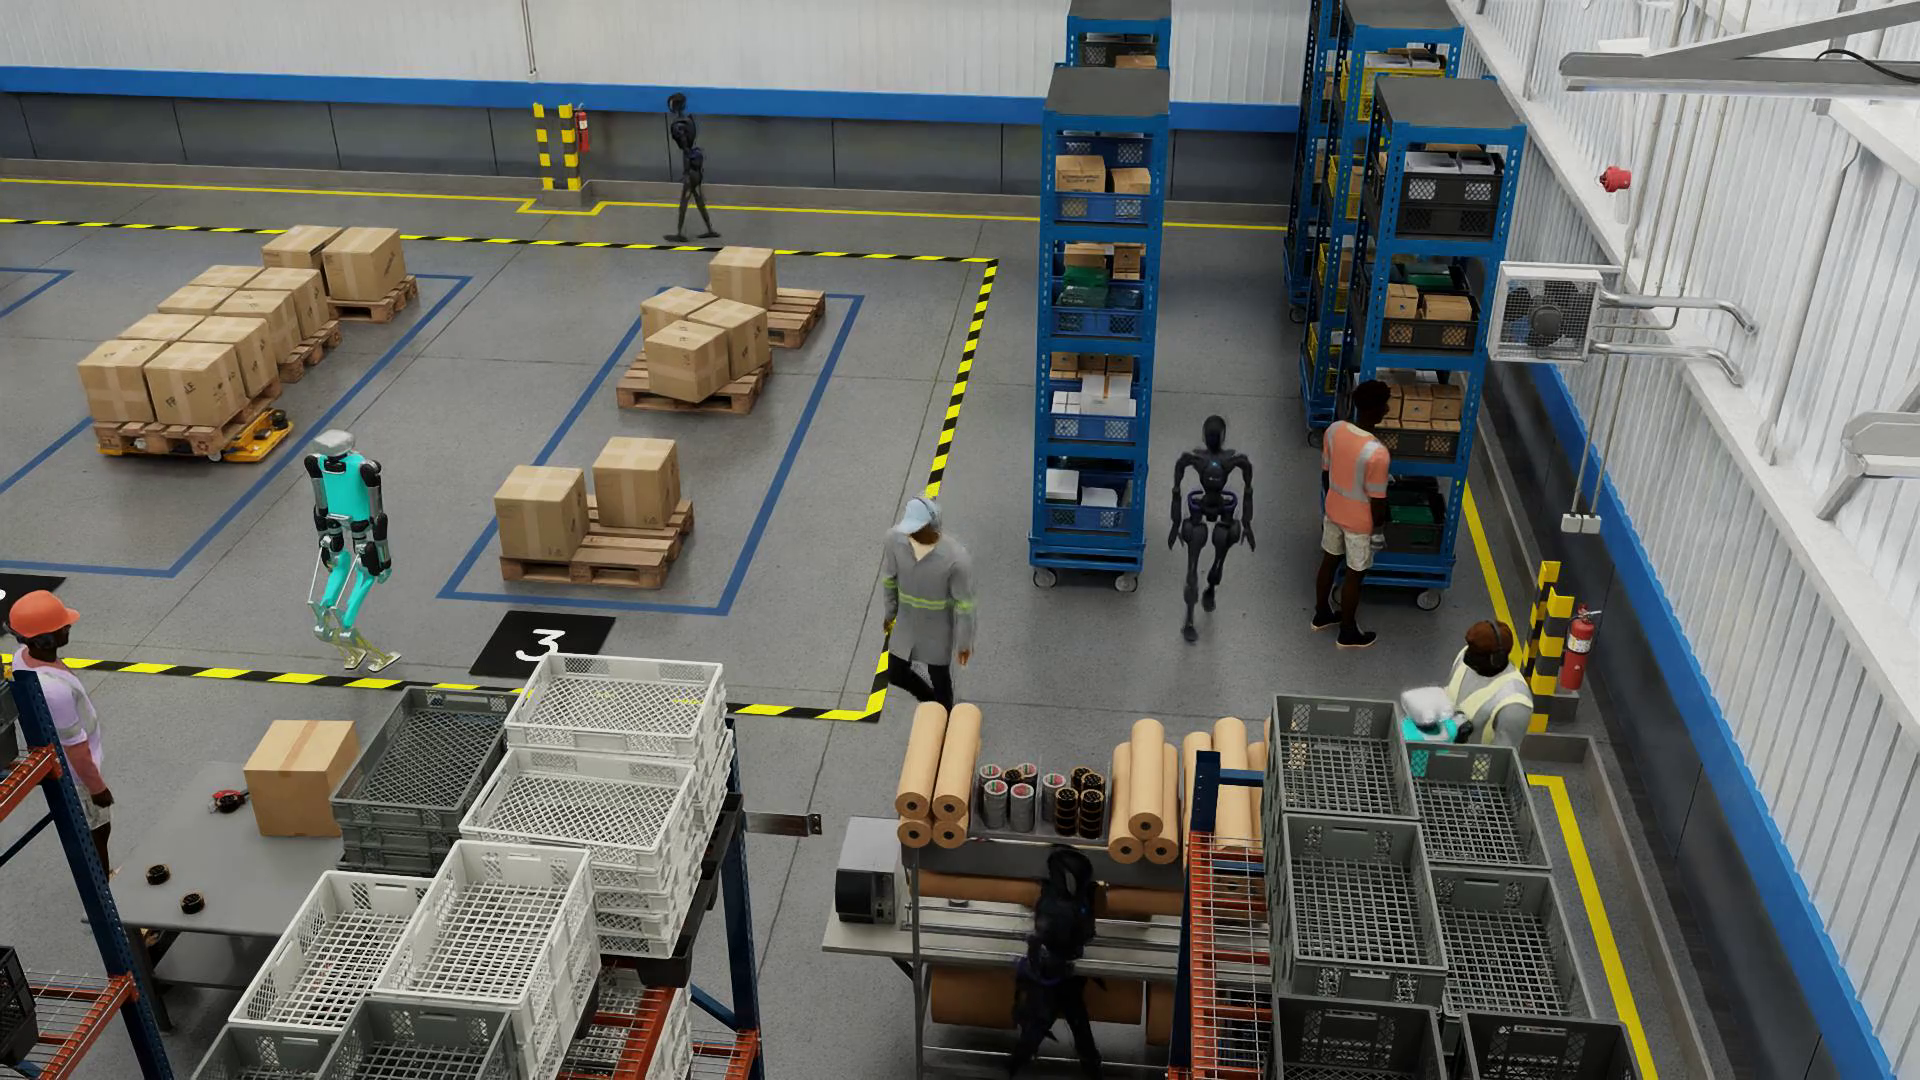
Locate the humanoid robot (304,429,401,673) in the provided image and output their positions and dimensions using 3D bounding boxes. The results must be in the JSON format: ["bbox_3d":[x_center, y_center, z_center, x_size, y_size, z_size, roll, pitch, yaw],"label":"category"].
[{"bbox_3d":[-4.049,0.154,10.817,0.533,1.677,0.735,9,31,15],"label":"humanoid robot"}]

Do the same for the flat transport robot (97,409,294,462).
[{"bbox_3d":[-6.550,-0.934,14.250,1.431,0.197,0.652,3,30,6],"label":"flat transport robot"}]

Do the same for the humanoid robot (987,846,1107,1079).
[{"bbox_3d":[0.481,2.084,7.720,0.750,1.626,0.585,19,35,29],"label":"humanoid robot"}]

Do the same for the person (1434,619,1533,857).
[{"bbox_3d":[2.777,1.217,9.035,0.431,1.835,0.619,-7,31,-11],"label":"person"}]

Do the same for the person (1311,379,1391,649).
[{"bbox_3d":[2.677,-0.178,11.292,0.367,1.966,0.602,-14,33,-23],"label":"person"}]

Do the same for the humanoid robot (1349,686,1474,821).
[{"bbox_3d":[2.221,1.399,8.846,0.551,1.789,0.837,-11,32,-18],"label":"humanoid robot"}]

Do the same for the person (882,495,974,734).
[{"bbox_3d":[-0.206,0.533,10.192,0.654,1.840,0.422,15,33,23],"label":"person"}]

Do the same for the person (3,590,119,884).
[{"bbox_3d":[-4.716,1.165,8.922,0.401,2.036,0.600,-23,37,-34],"label":"person"}]

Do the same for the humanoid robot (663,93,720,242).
[{"bbox_3d":[-3.026,-4.103,18.338,0.638,1.629,0.616,-3,30,-5],"label":"humanoid robot"}]

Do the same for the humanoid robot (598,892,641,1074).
[{"bbox_3d":[-1.632,2.198,7.535,0.770,1.621,0.611,2,30,3],"label":"humanoid robot"}]

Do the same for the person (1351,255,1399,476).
[{"bbox_3d":[3.489,-1.345,13.375,0.779,1.904,0.378,11,32,19],"label":"person"}]

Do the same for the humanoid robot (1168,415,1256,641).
[{"bbox_3d":[1.753,-0.112,11.513,0.609,1.628,0.729,3,30,6],"label":"humanoid robot"}]

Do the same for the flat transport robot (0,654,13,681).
[{"bbox_3d":[-7.142,0.969,11.010,1.431,0.231,0.659,3,30,6],"label":"flat transport robot"}]
